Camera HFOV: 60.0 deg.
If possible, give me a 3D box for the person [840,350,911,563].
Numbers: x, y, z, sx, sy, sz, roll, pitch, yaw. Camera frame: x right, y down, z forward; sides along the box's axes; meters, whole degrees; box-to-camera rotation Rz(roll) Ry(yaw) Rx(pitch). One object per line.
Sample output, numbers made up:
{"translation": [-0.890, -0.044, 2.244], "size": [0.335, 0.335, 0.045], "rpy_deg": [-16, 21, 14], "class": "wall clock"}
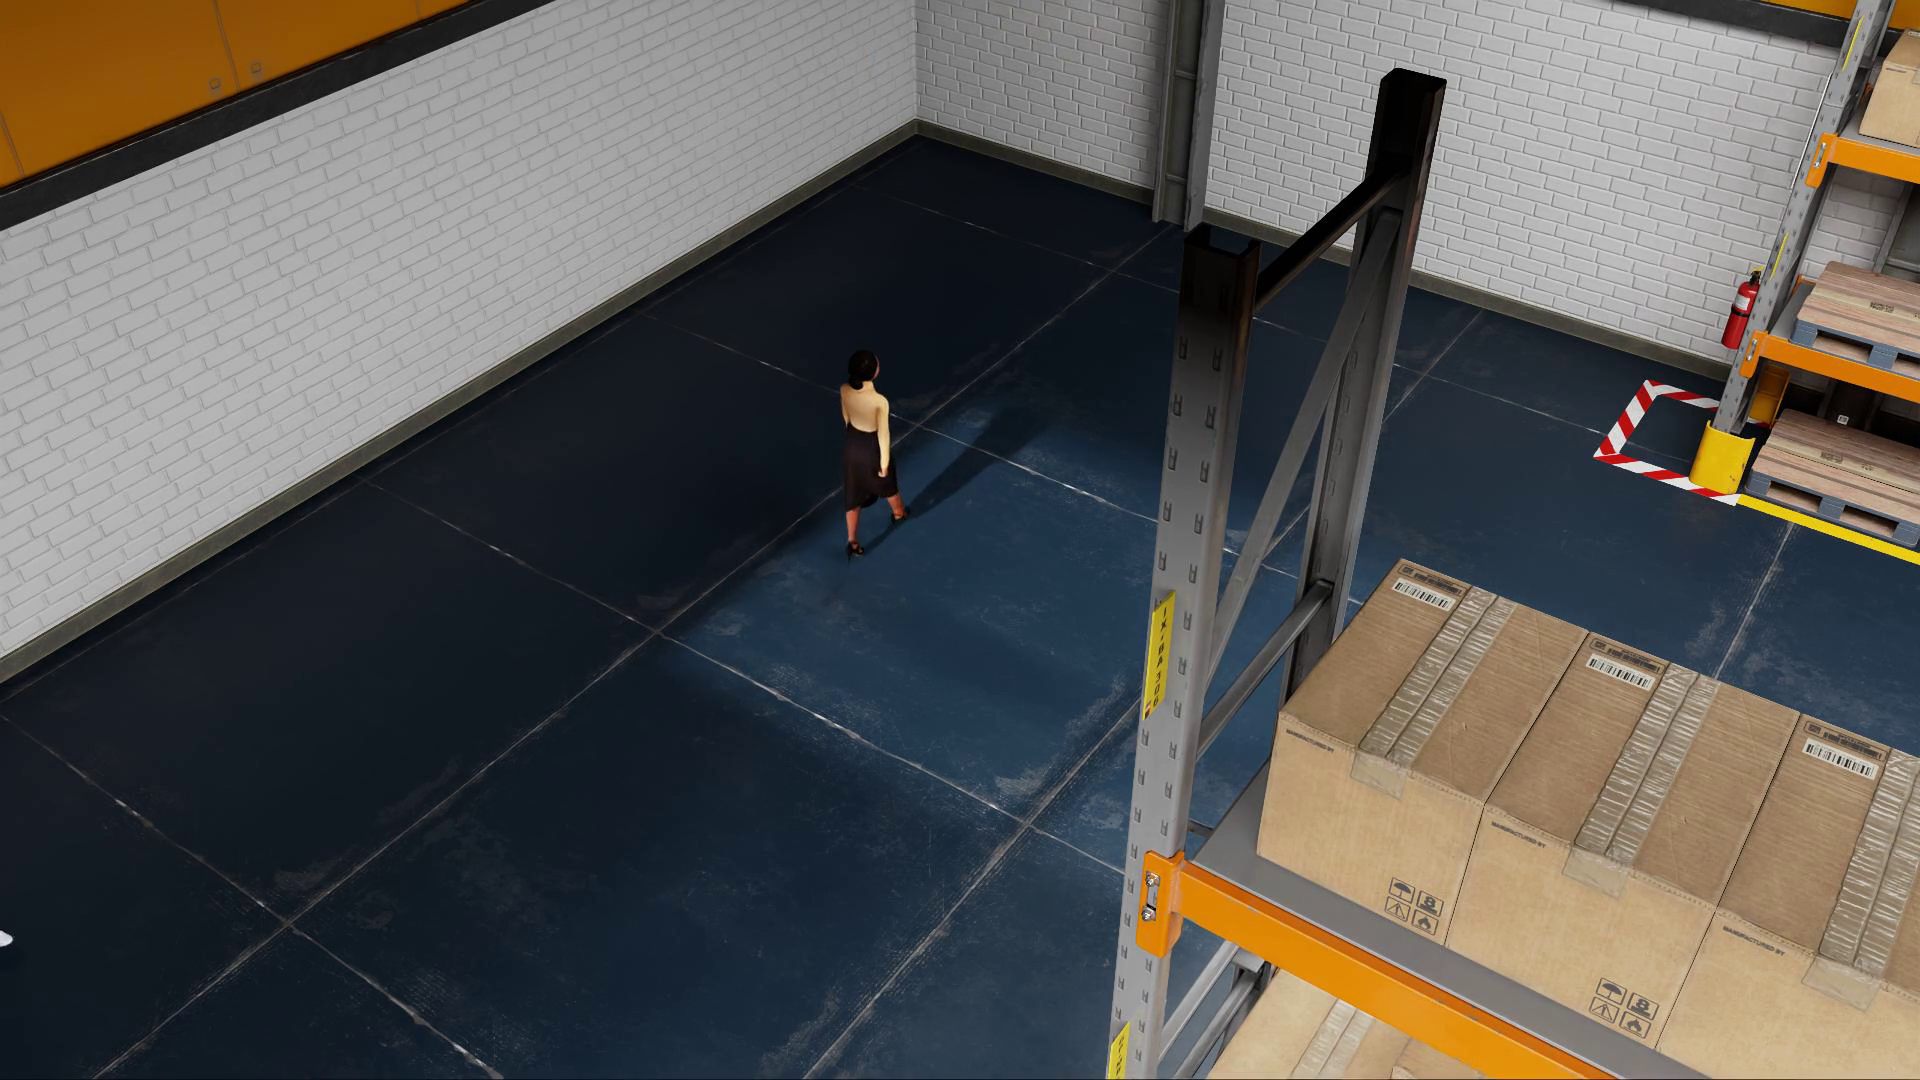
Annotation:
{"translation": [-0.696, -0.540, 11.403], "size": [0.861, 1.632, 0.705], "rpy_deg": [17, 42, 21], "class": "person"}
